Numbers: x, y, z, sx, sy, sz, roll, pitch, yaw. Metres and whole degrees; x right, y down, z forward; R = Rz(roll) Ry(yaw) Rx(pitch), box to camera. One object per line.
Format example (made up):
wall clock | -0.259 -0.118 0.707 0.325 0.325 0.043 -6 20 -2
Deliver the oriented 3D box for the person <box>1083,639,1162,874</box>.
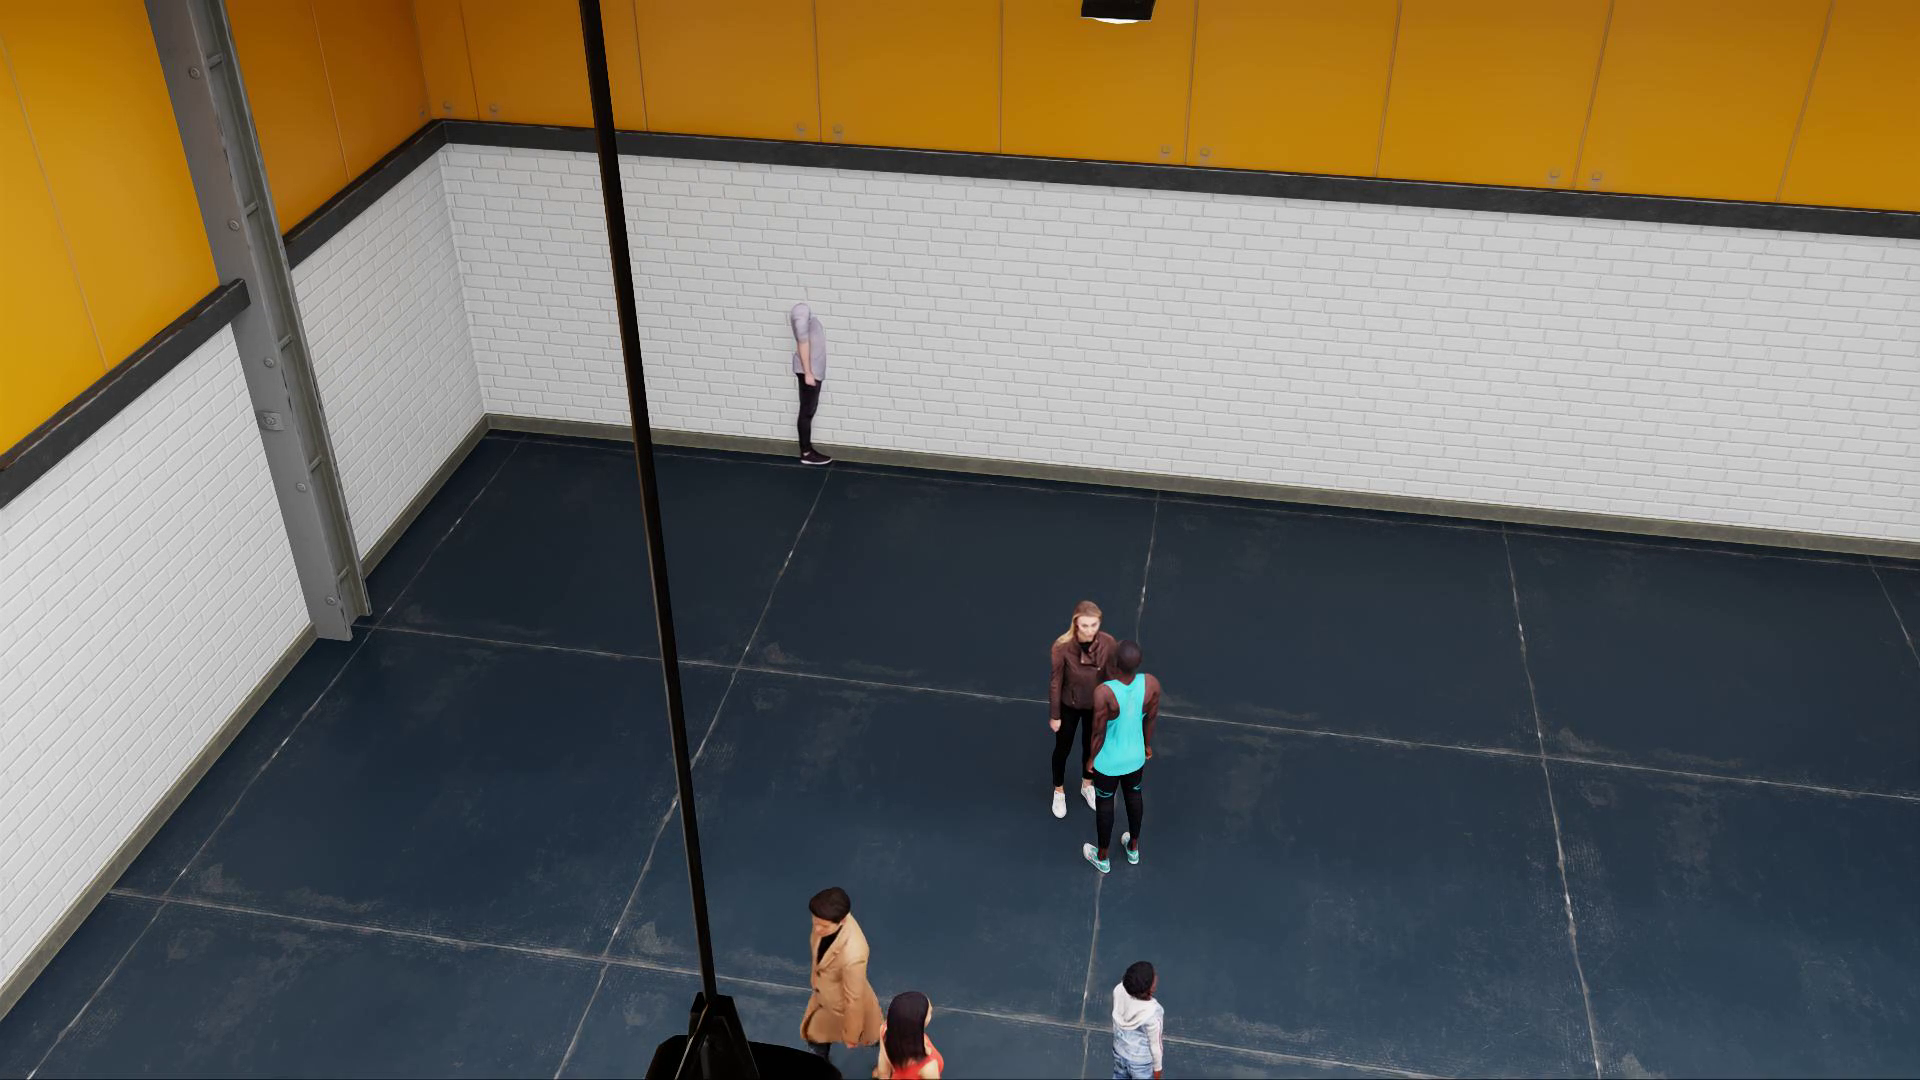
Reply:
person | 1.024 1.375 10.603 0.676 1.811 0.673 -11 35 -16

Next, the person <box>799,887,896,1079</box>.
person | -0.547 2.467 9.072 1.200 1.686 1.151 -19 38 -26

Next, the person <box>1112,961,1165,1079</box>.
person | 0.953 2.752 9.027 0.623 1.261 0.569 -25 41 -32

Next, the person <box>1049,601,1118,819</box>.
person | 0.805 1.104 11.105 0.672 1.705 0.645 -8 34 -11

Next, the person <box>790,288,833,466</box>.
person | -1.360 -1.584 15.032 0.753 1.834 0.556 2 34 2

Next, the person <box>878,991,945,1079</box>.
person | -0.231 2.890 8.405 0.699 1.719 0.671 -28 43 -35
